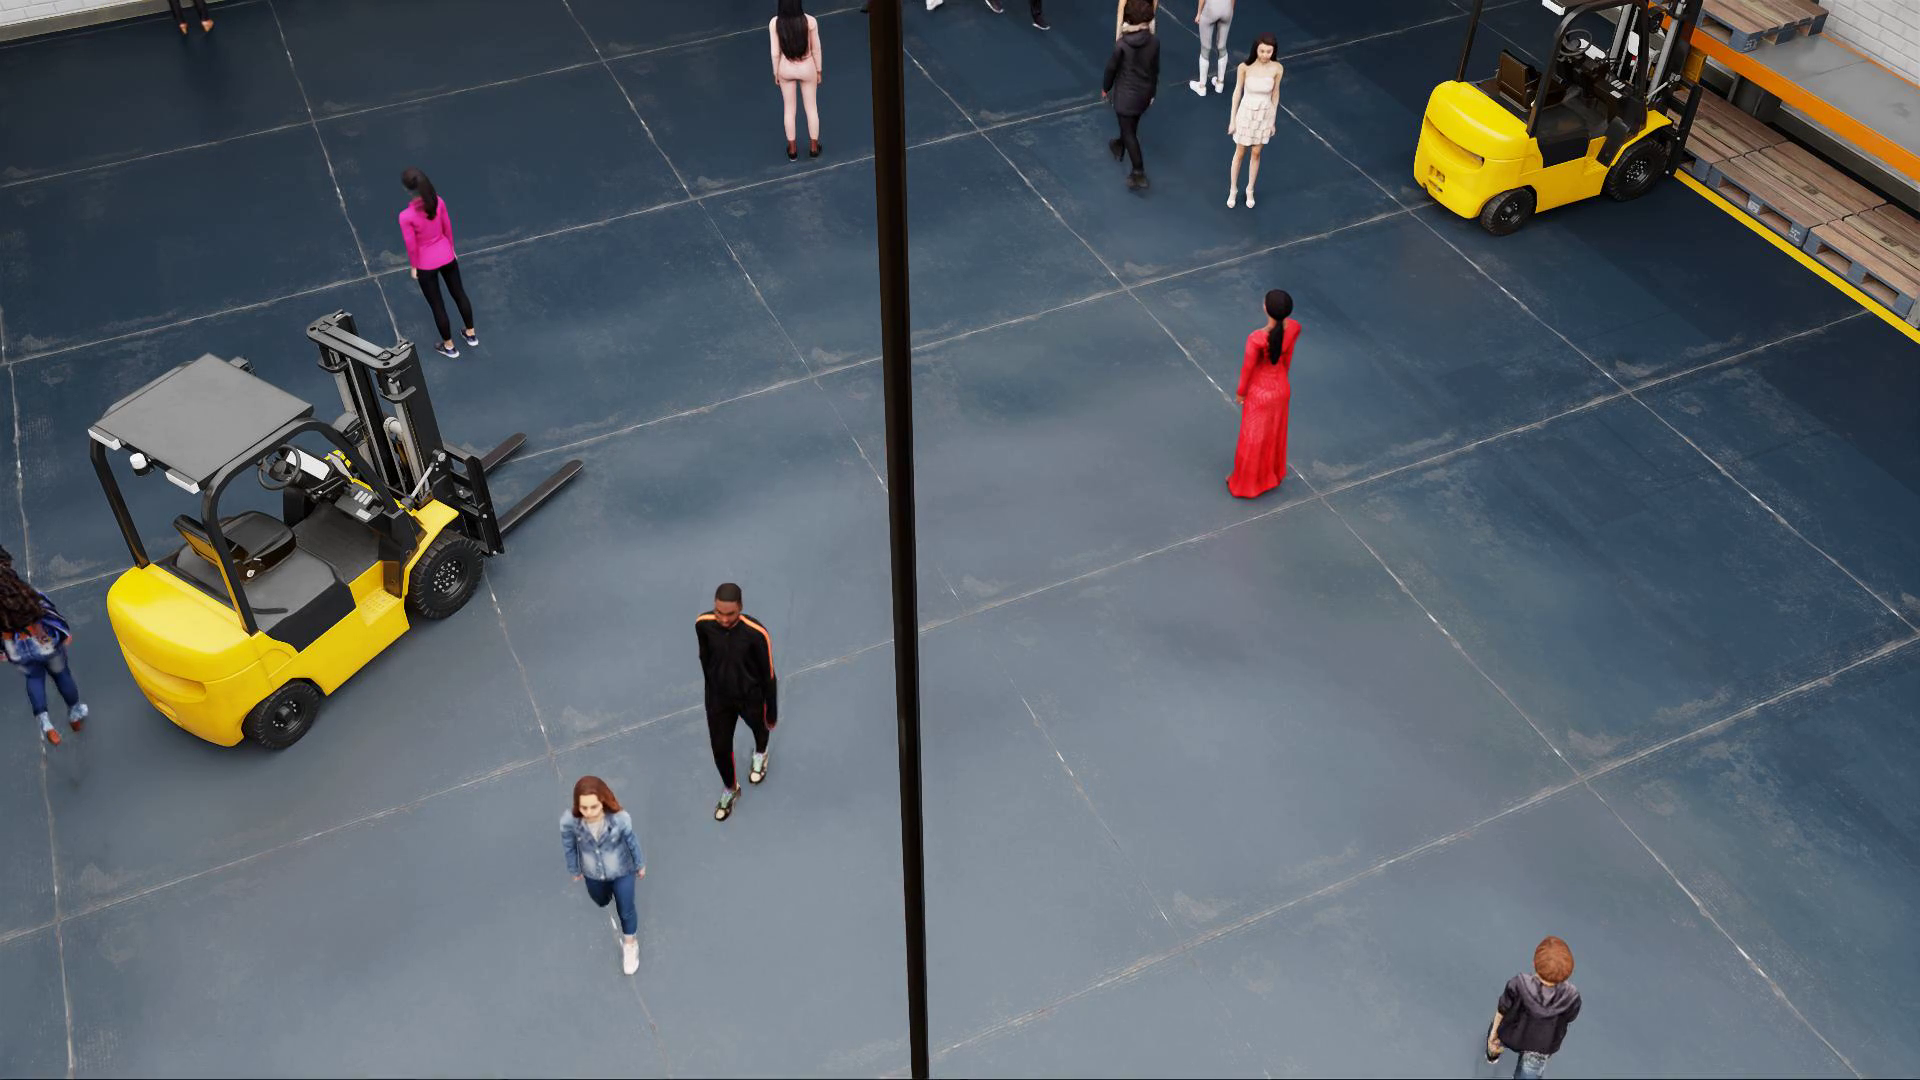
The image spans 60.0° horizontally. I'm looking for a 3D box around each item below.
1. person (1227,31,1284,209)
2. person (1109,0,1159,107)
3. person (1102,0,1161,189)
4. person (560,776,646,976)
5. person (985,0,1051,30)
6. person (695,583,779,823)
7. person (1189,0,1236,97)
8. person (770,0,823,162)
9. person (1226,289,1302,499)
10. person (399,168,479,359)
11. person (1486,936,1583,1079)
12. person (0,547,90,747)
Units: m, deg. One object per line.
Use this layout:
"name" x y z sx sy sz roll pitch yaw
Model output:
"person" 2.653 -3.794 15.025 0.663 1.738 0.674 2 44 2
"person" 1.751 -4.928 16.154 0.674 1.825 0.734 -8 44 -9
"person" 1.623 -4.060 15.306 0.715 1.737 1.154 -14 45 -14
"person" -1.980 1.781 9.375 0.764 1.460 0.958 -3 44 -3
"person" 0.556 -6.338 17.719 0.768 1.706 1.195 -29 51 -27
"person" -1.319 0.850 10.115 0.926 1.787 1.019 8 44 8
"person" 2.561 -5.265 16.595 0.584 1.703 0.575 -12 45 -13
"person" -1.531 -4.392 15.666 0.689 1.721 0.667 -2 44 -2
"person" 2.228 -1.059 12.126 0.640 1.788 0.618 -22 48 -21
"person" -4.232 -2.247 13.437 0.683 1.701 0.665 32 52 29
"person" 2.916 2.594 8.555 0.954 1.416 0.989 16 46 16
"person" -5.793 0.706 10.390 0.720 1.618 0.822 -12 45 -13
